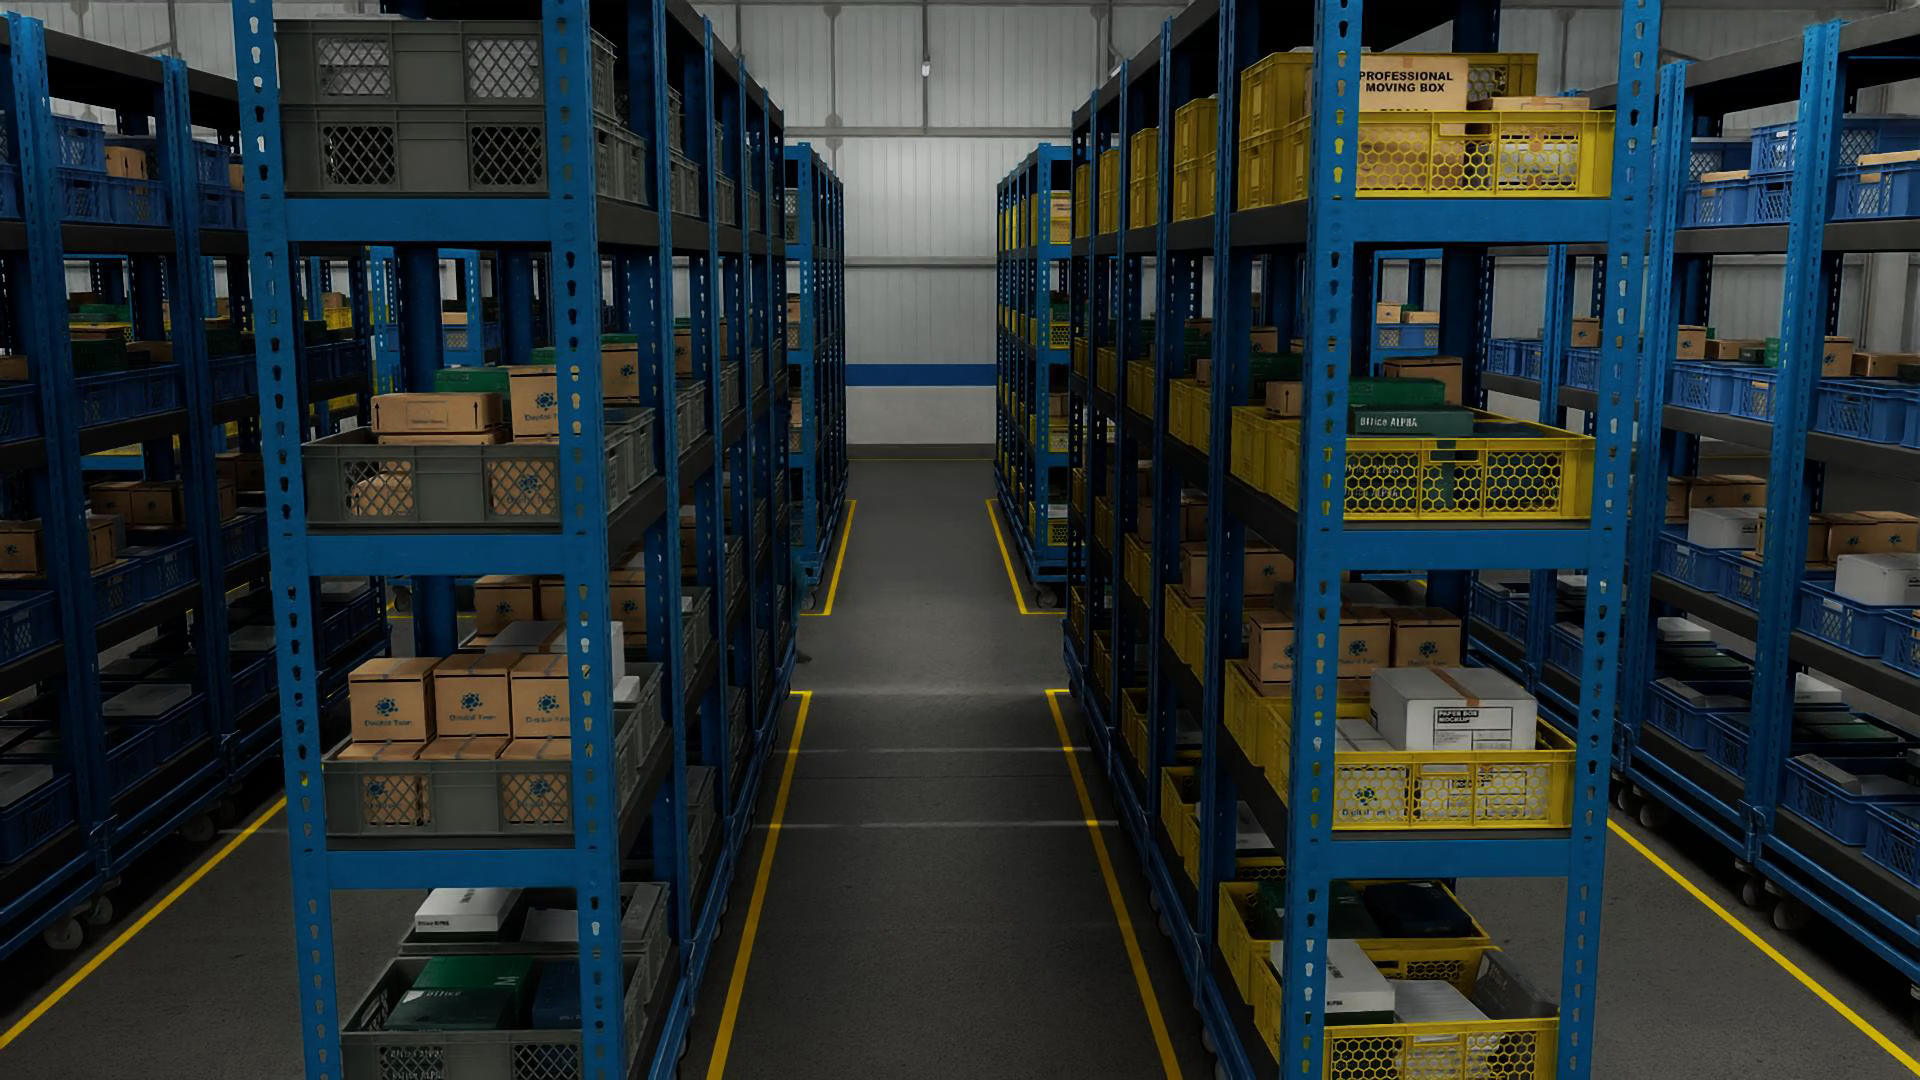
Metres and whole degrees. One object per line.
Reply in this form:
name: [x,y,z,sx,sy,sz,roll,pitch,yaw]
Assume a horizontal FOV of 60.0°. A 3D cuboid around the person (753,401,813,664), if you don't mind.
person: [-1.194,-0.020,10.970,0.572,1.828,0.574,1,9,6]
